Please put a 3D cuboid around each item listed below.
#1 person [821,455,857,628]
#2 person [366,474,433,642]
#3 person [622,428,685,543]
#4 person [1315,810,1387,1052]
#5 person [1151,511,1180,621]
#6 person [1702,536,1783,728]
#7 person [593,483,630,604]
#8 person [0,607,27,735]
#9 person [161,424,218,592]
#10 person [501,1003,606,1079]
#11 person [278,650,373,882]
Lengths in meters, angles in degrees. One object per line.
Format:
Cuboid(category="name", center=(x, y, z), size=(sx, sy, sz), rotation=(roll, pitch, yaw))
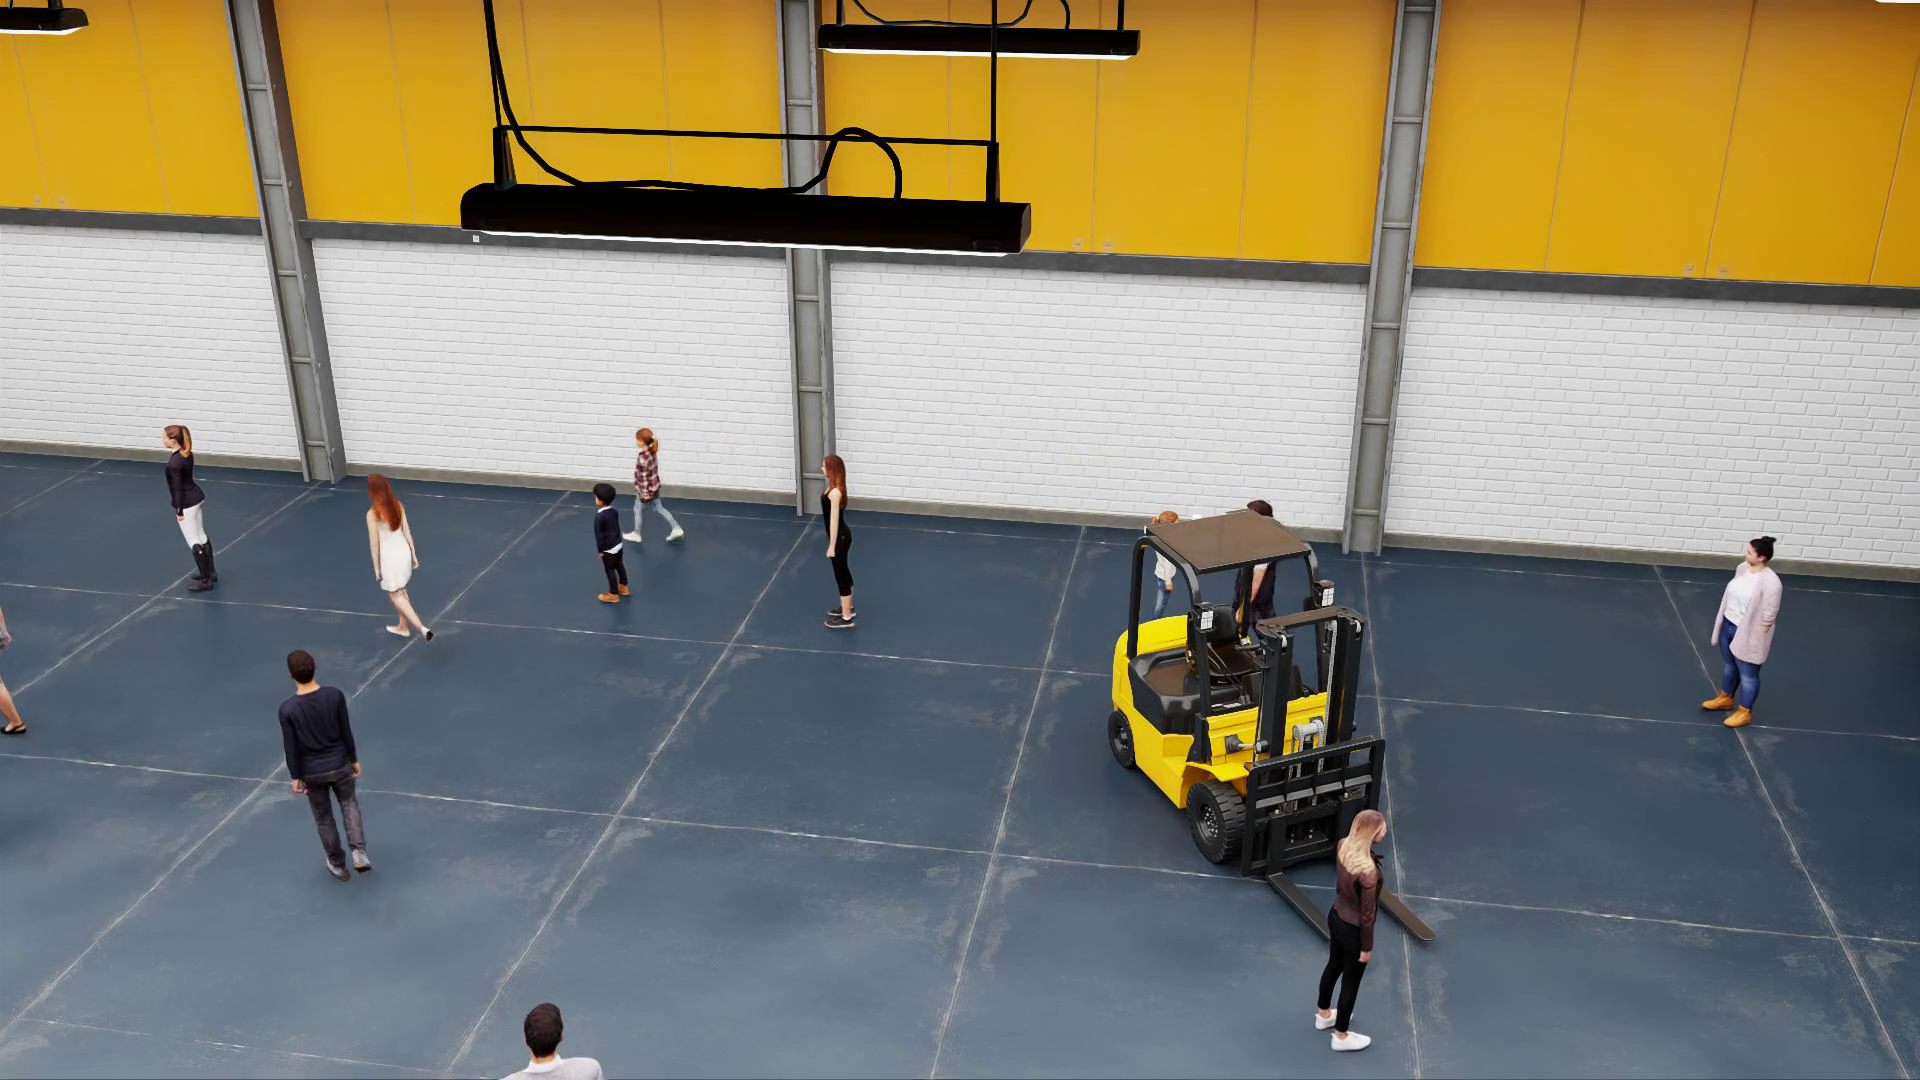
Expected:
Cuboid(category="person", center=(-1.148, -0.004, 15.887), size=(0.579, 1.724, 0.596), rotation=(-1, 24, -2))
Cuboid(category="person", center=(-5.190, 0.217, 15.435), size=(1.080, 1.681, 0.860), rotation=(18, 29, 35))
Cuboid(category="person", center=(-3.246, -0.561, 17.707), size=(0.897, 1.286, 0.555), rotation=(5, 24, 12))
Cuboid(category="person", center=(2.431, 2.416, 10.377), size=(0.638, 1.703, 0.659), rotation=(-5, 24, -12))
Cuboid(category="person", center=(1.909, 0.342, 15.607), size=(0.518, 1.314, 0.486), rotation=(1, 24, 3))
Cuboid(category="person", center=(6.707, 0.747, 14.148), size=(0.739, 1.741, 0.767), rotation=(-4, 24, -8))
Cuboid(category="person", center=(-3.458, 0.017, 16.467), size=(0.520, 1.220, 0.541), rotation=(10, 25, 21))
Cuboid(category="person", center=(-8.128, 0.882, 13.919), size=(1.017, 1.676, 0.745), rotation=(11, 26, 23))
Cuboid(category="person", center=(-7.716, -0.336, 16.642), size=(0.616, 1.728, 0.608), rotation=(-2, 24, -5))
Cuboid(category="person", center=(-2.014, 3.188, 8.346), size=(0.785, 1.914, 0.898), rotation=(-12, 26, -25))
Cuboid(category="person", center=(-4.505, 1.672, 11.889), size=(0.873, 1.855, 0.933), rotation=(-15, 28, -31))
